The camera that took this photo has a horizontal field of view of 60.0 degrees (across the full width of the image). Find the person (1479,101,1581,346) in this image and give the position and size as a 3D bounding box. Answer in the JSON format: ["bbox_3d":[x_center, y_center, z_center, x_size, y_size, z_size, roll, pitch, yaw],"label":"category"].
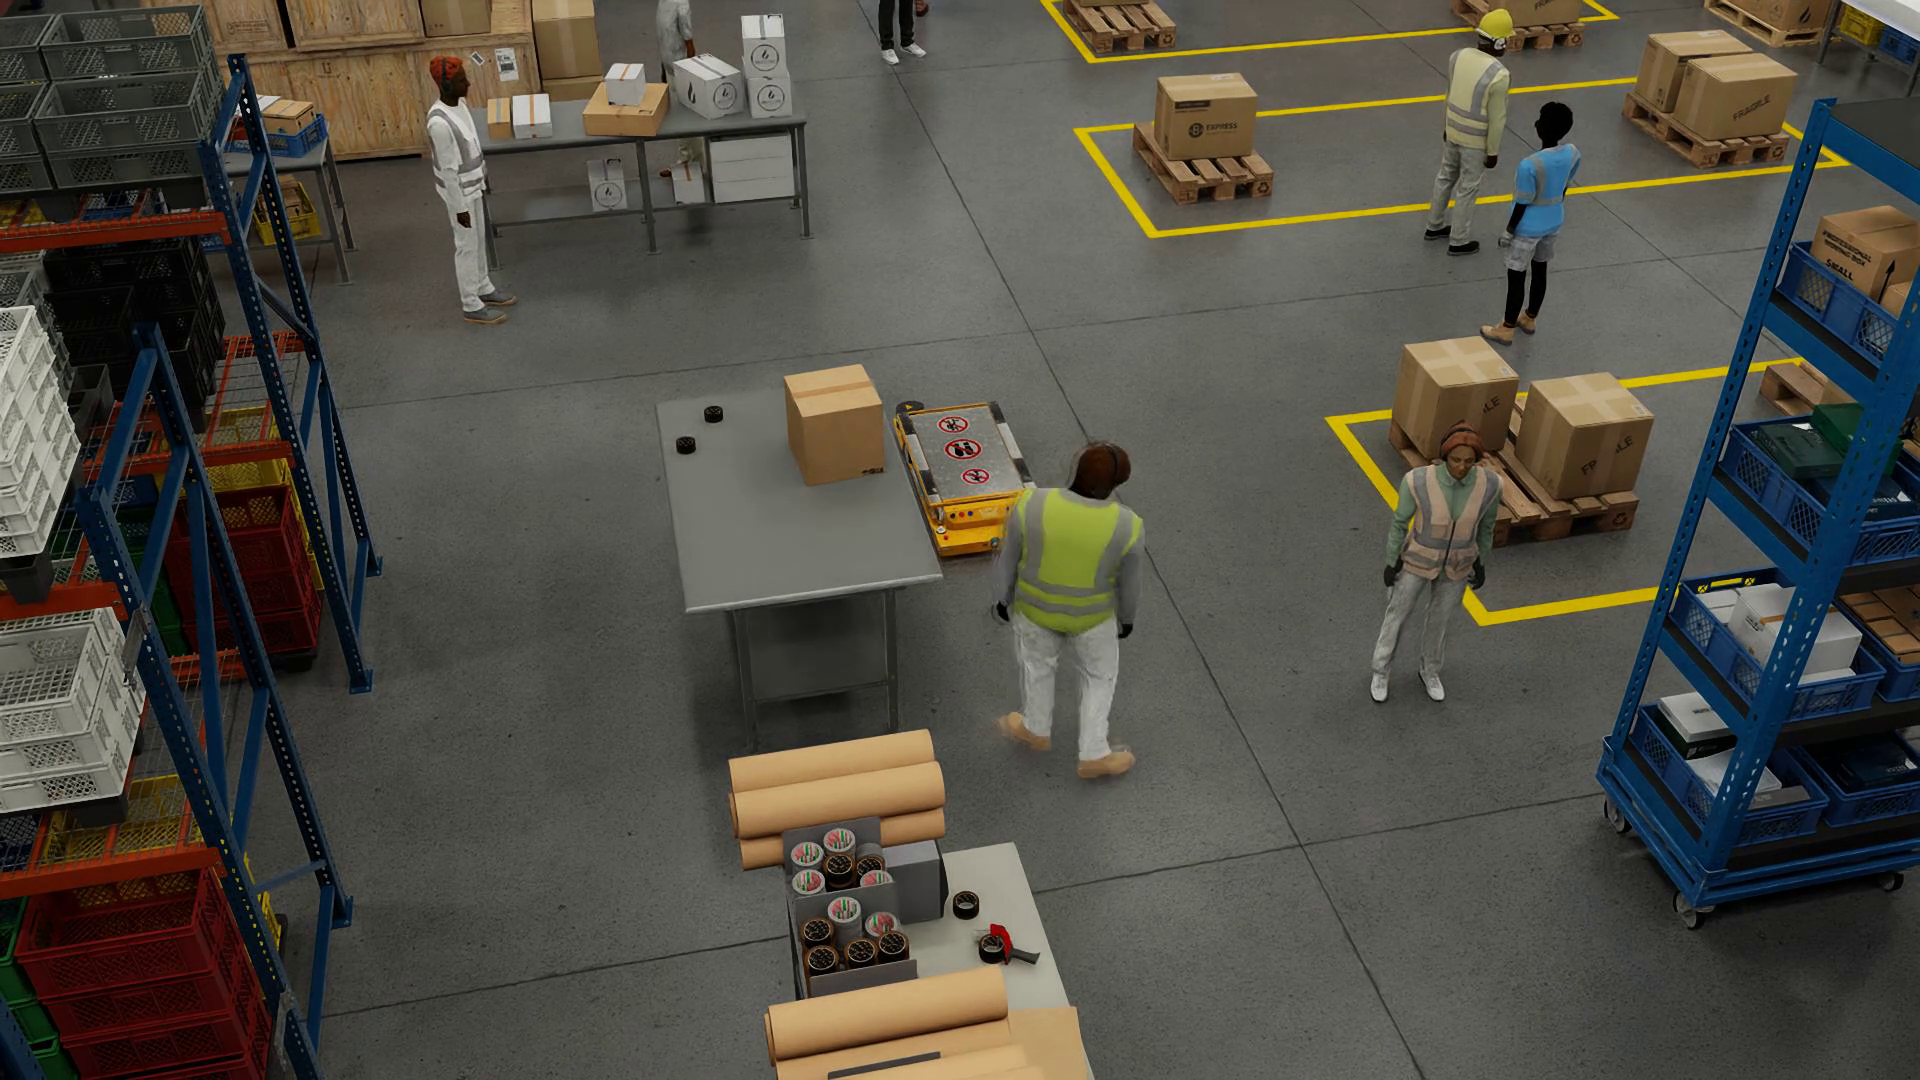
[{"bbox_3d":[3.855,-2.124,11.197,0.531,1.698,0.320,-22,42,-27],"label":"person"}]

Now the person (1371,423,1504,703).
[{"bbox_3d":[2.351,0.124,8.225,0.518,1.638,0.312,0,37,0],"label":"person"}]

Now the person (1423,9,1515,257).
[{"bbox_3d":[3.782,-3.001,12.275,0.403,1.824,0.598,-15,39,-19],"label":"person"}]

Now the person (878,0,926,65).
[{"bbox_3d":[-0.570,-5.439,15.469,0.593,1.922,0.392,-26,44,-31],"label":"person"}]

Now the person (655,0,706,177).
[{"bbox_3d":[-2.254,-3.697,13.176,0.329,1.865,0.514,-20,41,-25],"label":"person"}]

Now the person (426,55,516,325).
[{"bbox_3d":[-3.395,-2.397,11.423,0.359,1.878,0.579,0,37,0],"label":"person"}]

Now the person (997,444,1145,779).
[{"bbox_3d":[0.520,0.323,7.823,0.704,1.808,0.446,5,37,7],"label":"person"}]

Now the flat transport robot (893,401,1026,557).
[{"bbox_3d":[0.046,-0.430,10.108,0.652,0.197,1.431,-8,37,-10],"label":"flat transport robot"}]

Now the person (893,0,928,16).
[{"bbox_3d":[-0.555,-6.170,16.473,0.652,1.902,0.399,5,37,7],"label":"person"}]

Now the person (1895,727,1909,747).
[{"bbox_3d":[4.648,0.322,7.682,0.411,1.980,0.622,-23,42,-28],"label":"person"}]
